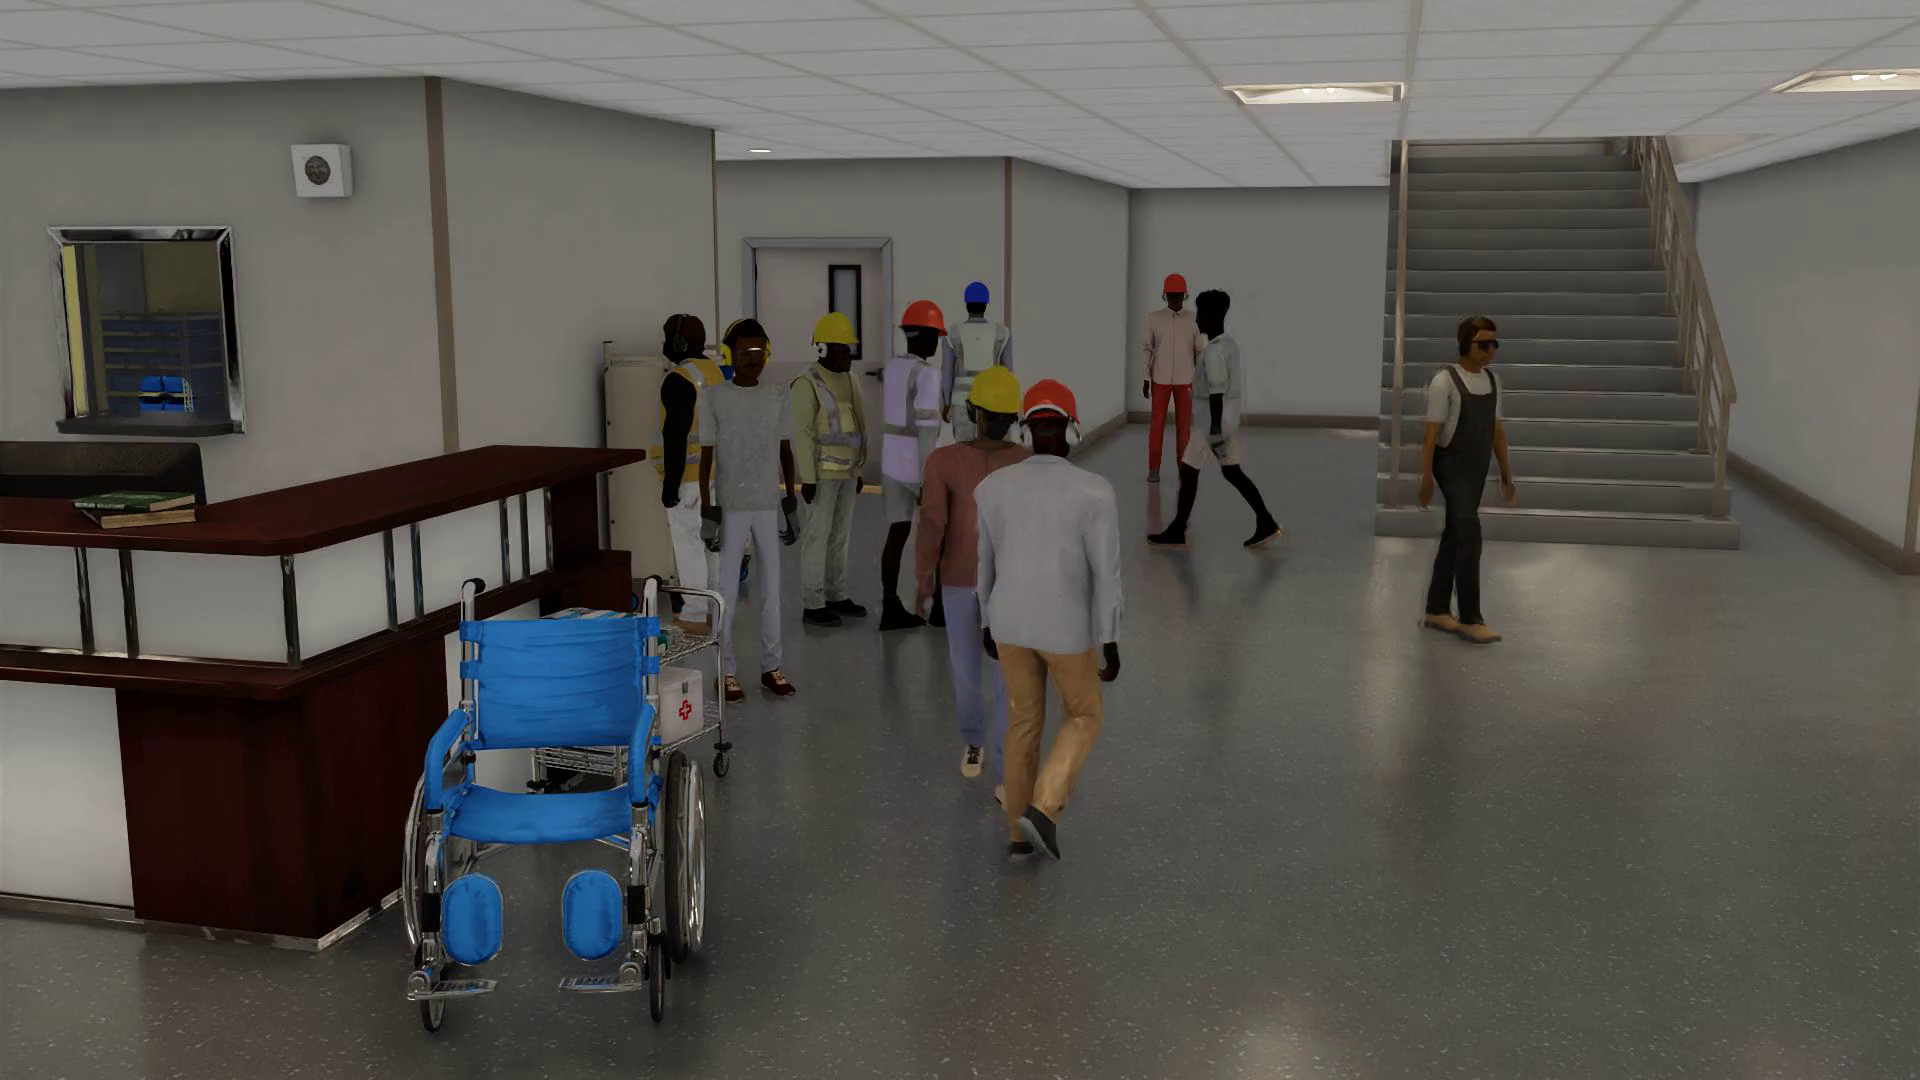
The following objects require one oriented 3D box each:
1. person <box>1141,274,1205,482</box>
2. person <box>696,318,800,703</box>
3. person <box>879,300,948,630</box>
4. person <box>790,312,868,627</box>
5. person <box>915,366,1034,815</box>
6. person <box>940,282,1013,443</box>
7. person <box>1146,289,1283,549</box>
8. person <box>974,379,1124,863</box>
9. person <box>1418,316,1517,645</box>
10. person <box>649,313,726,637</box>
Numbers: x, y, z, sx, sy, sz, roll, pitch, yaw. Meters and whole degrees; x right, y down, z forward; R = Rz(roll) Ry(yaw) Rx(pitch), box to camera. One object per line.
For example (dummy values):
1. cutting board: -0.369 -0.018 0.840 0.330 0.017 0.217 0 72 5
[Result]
1. person: 2.041 -1.546 15.951 0.613 1.994 0.381 0 10 -1
2. person: -1.020 -0.142 8.086 0.512 1.862 0.324 -5 11 -28
3. person: -0.188 -0.423 9.628 0.708 1.902 0.538 -7 12 -37
4. person: -0.745 -0.417 9.782 0.404 1.829 0.600 5 11 27
5. person: 0.099 0.168 6.650 0.553 1.733 0.753 0 10 0
6. person: 0.137 -1.152 13.763 0.606 1.947 0.406 -1 10 -6
7. person: 1.911 -0.878 12.213 0.975 1.931 0.600 4 11 24
8. person: 0.302 0.299 5.886 0.600 1.721 0.453 5 11 29
9. person: 2.907 -0.334 9.310 0.530 1.817 0.756 -7 12 -35
10. person: -1.549 -0.369 9.512 0.429 1.837 0.629 2 10 11
